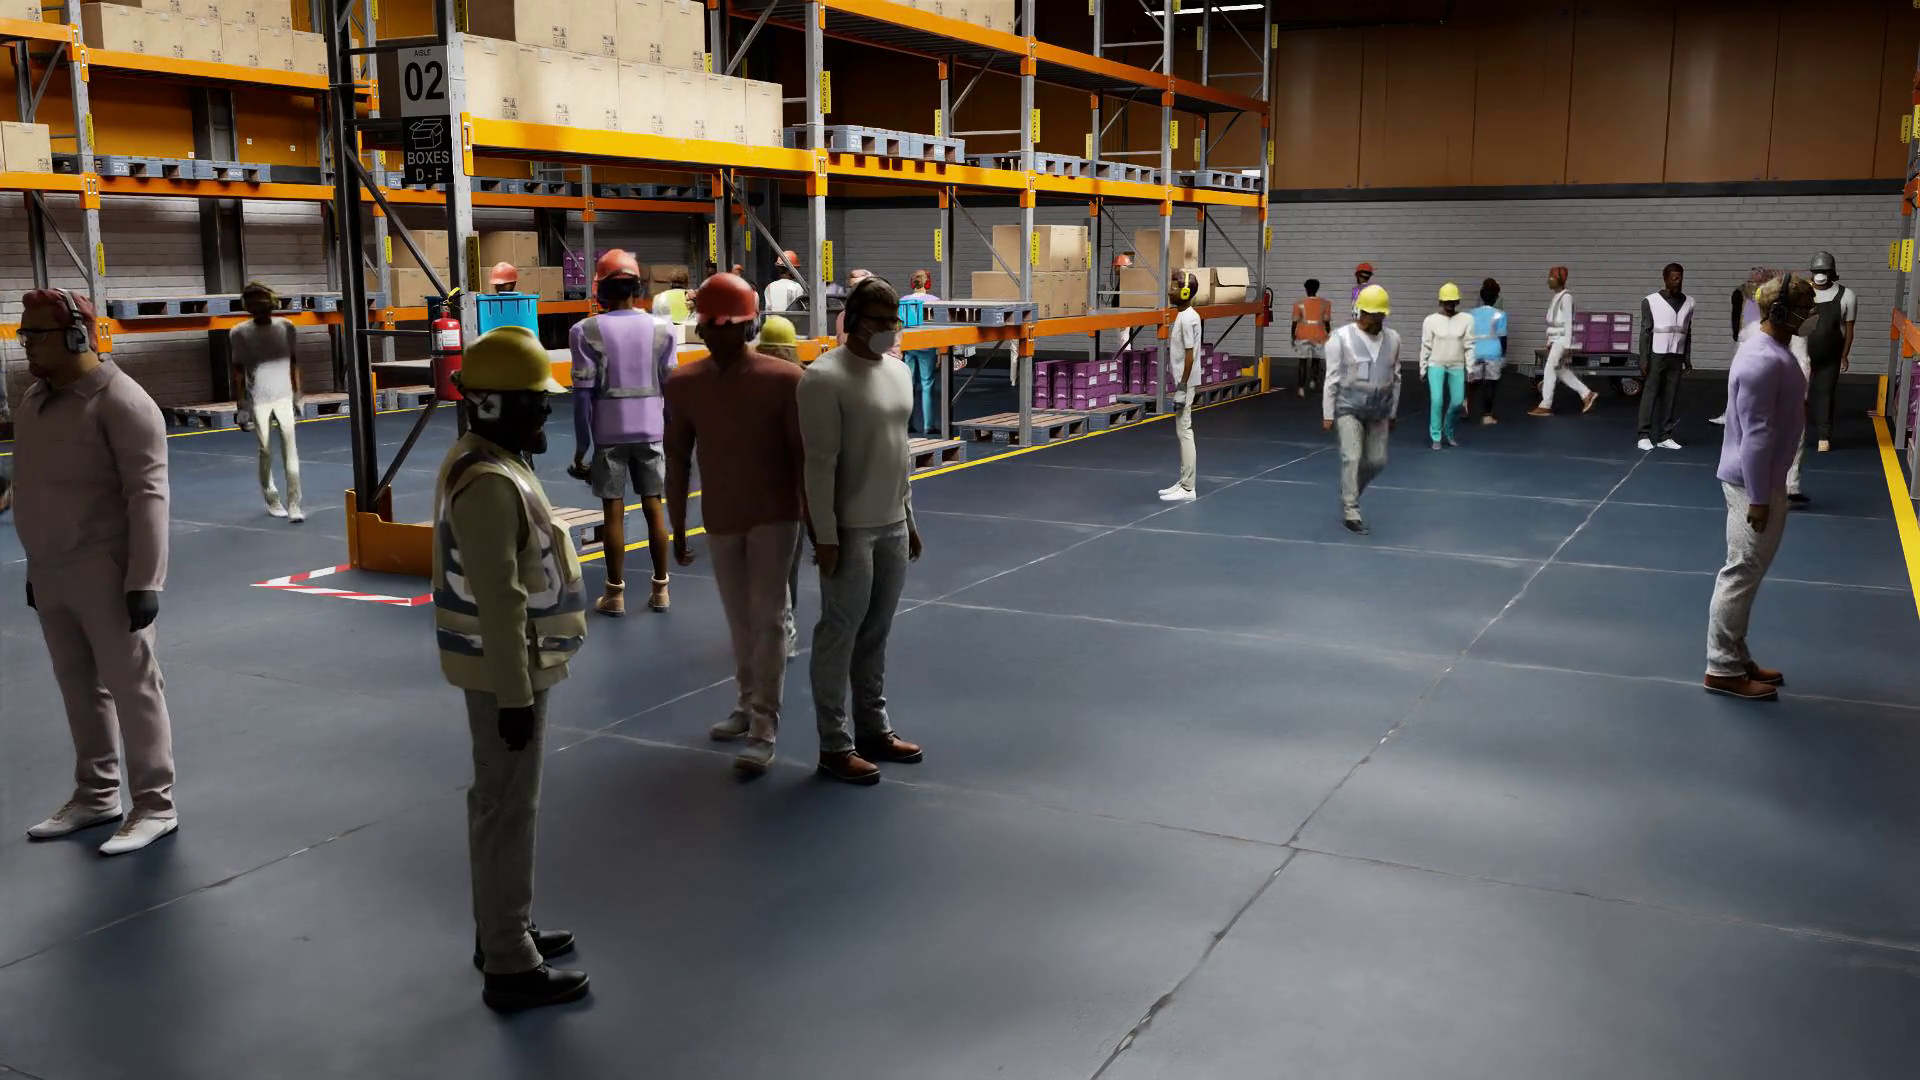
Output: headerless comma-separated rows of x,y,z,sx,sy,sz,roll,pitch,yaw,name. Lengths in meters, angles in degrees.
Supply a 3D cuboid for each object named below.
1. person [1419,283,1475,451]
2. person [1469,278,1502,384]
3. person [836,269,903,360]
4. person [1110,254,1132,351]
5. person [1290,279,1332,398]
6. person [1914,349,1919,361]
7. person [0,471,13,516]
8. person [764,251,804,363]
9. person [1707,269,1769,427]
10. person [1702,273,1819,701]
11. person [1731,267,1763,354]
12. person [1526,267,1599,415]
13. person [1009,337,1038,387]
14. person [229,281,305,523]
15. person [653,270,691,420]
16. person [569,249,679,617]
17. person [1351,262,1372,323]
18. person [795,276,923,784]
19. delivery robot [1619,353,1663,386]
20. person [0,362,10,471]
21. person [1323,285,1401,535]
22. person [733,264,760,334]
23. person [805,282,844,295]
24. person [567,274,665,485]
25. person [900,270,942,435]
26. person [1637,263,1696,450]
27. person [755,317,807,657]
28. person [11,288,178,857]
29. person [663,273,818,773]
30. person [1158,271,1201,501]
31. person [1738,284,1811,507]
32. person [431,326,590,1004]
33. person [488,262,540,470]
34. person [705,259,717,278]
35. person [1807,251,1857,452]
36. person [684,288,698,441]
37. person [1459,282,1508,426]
4.991,-1.777,17.081,0.551,1.727,0.607,1,10,7,person
8.187,-3.249,25.853,0.286,1.636,0.499,-6,11,-29,person
-0.746,-1.166,13.060,0.637,1.898,0.395,7,12,35,person
2.534,-3.460,26.035,0.386,1.992,0.625,0,10,0,person
4.921,-2.826,23.327,0.568,1.654,0.445,1,10,6,person
13.985,-2.928,24.003,0.507,1.631,0.266,7,12,34,person
-7.279,-0.990,12.208,0.520,1.830,0.520,-9,13,-42,person
-2.047,-2.421,19.886,0.604,2.044,0.375,7,12,36,person
9.285,-2.206,19.238,1.047,1.849,0.649,-1,10,-9,person
3.647,-0.239,7.580,0.361,1.932,0.628,6,11,31,person
11.559,-3.056,24.250,0.630,1.815,0.597,-2,10,-10,person
7.539,-2.460,20.667,0.806,1.862,0.580,2,10,10,person
0.935,-3.121,25.097,0.514,1.642,0.314,4,11,24,person
-5.143,-1.019,12.453,0.571,1.794,0.892,-7,12,-35,person
-3.349,-2.262,19.661,0.715,1.830,0.461,-3,10,-19,person
-1.866,-0.589,9.279,0.605,2.043,0.376,-5,11,-25,person
5.701,-2.952,23.413,0.552,1.884,0.650,-6,11,-31,person
-0.367,-0.046,6.455,0.371,1.933,0.627,6,12,32,person
10.022,-2.494,24.340,0.477,0.478,0.707,-7,12,-36,delivery robot
-8.010,-1.121,13.543,0.507,1.632,0.266,0,10,0,person
2.899,-0.957,12.113,0.607,1.802,0.592,-2,10,-12,person
-2.704,-2.401,20.234,0.574,1.883,0.356,-4,10,-20,person
-1.973,-3.115,24.246,0.593,1.925,0.385,-1,10,-4,person
-2.917,-1.407,14.563,0.565,1.855,1.078,8,13,40,person
-0.455,-2.092,18.594,0.565,1.837,0.388,5,11,29,person
7.270,-1.889,17.165,0.597,1.916,0.371,-2,10,-13,person
-0.944,-0.286,8.518,0.503,1.693,0.891,-3,10,-18,person
-2.960,0.111,5.621,0.652,1.906,0.403,5,11,28,person
-0.892,-0.071,6.600,0.654,1.944,0.818,3,10,15,person
1.811,-1.255,13.633,0.327,1.872,0.516,1,10,7,person
6.524,-1.149,13.296,0.405,1.774,0.660,-6,11,-30,person
-1.219,0.336,4.539,0.404,1.828,0.601,-3,10,-18,person
-4.164,-1.587,15.369,0.551,1.933,0.370,0,10,1,person
-3.204,-2.740,21.953,0.368,1.966,0.603,-8,13,-39,person
8.734,-1.920,16.990,0.673,2.000,0.535,6,12,31,person
-2.842,-1.898,18.019,0.314,1.641,0.515,-7,12,-34,person
6.111,-2.157,19.393,0.480,1.681,0.539,-9,13,-41,person
